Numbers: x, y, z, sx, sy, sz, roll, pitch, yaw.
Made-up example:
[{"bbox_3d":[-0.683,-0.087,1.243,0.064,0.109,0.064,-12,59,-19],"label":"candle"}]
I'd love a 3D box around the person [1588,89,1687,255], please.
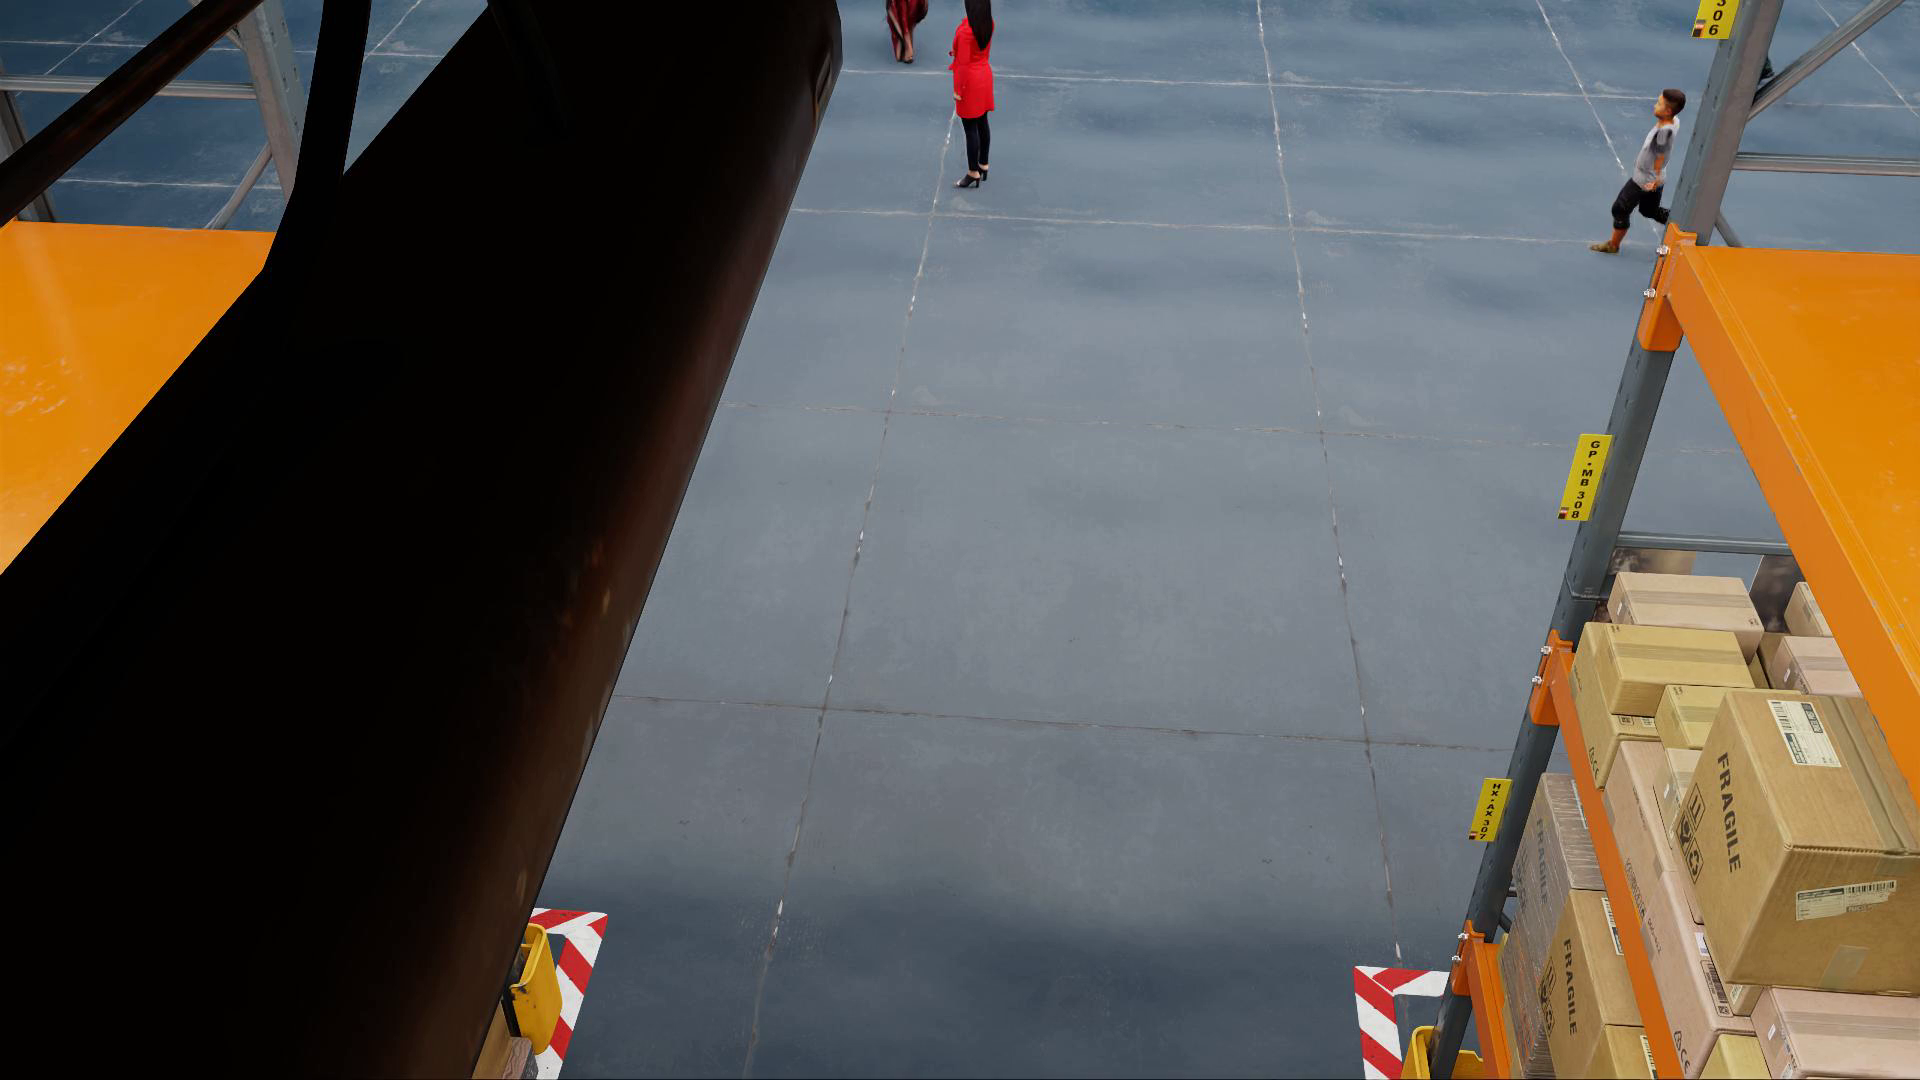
[{"bbox_3d":[5.481,-2.886,13.022,0.873,1.434,0.996,18,41,22],"label":"person"}]

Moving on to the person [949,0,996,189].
[{"bbox_3d":[0.121,-3.802,13.939,0.775,1.748,0.682,20,42,24],"label":"person"}]

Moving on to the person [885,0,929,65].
[{"bbox_3d":[-0.571,-5.514,16.230,0.869,1.621,0.973,-16,41,-19],"label":"person"}]
